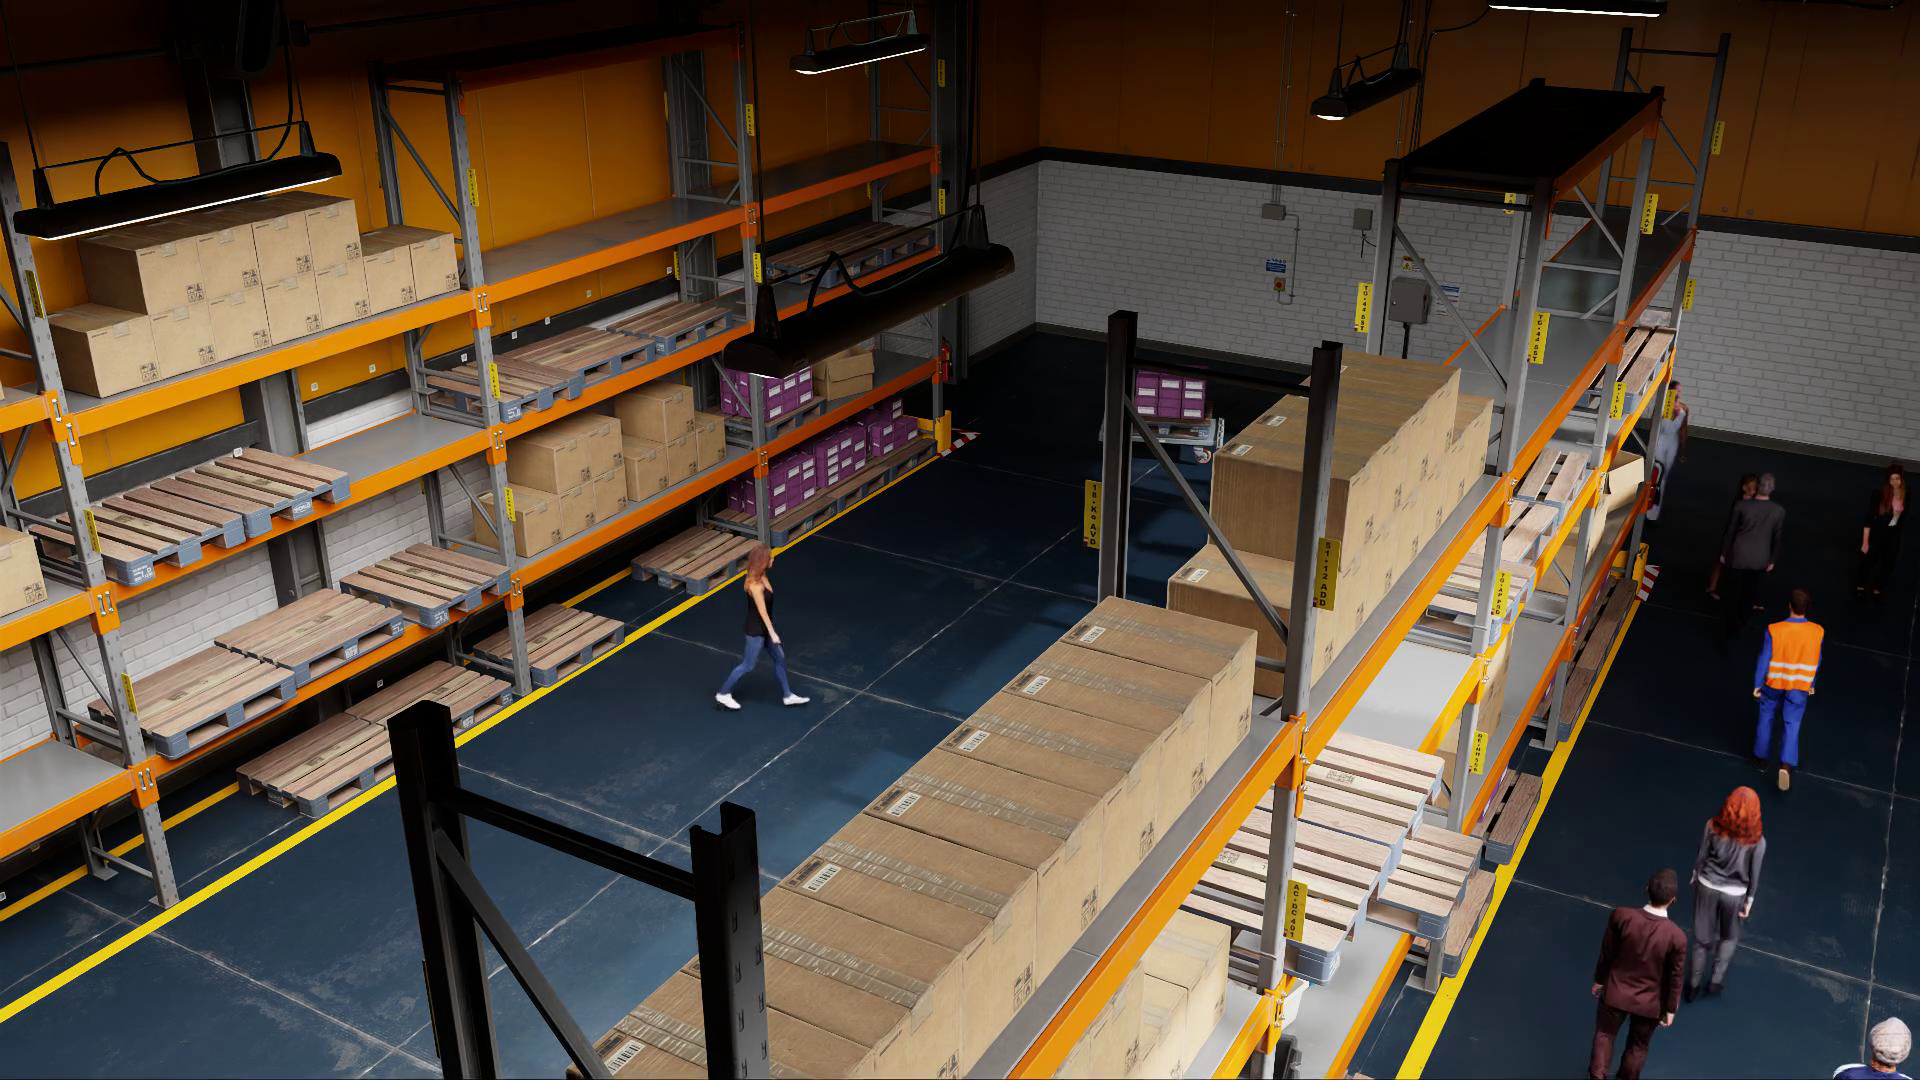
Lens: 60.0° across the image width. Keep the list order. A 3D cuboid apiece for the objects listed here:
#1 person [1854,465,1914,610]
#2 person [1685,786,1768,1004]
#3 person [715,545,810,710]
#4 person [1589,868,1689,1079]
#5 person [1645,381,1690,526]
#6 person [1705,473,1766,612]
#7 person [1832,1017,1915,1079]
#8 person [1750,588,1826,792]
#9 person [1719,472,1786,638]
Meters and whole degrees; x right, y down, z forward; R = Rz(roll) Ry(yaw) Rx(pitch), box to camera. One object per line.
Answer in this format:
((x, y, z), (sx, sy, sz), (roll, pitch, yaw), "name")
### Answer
((9.949, -0.070, 17.966), (0.763, 1.676, 0.829), (-2, 24, -5), "person")
((5.388, 2.568, 11.819), (0.592, 1.766, 0.572), (14, 27, 28), "person")
((-1.993, 0.870, 15.812), (0.946, 1.679, 1.127), (3, 24, 7), "person")
((4.348, 2.977, 10.778), (0.709, 1.849, 0.874), (15, 28, 31), "person")
((8.517, -1.104, 20.216), (0.779, 1.769, 0.853), (-3, 24, -7), "person")
((8.381, -0.019, 18.043), (0.938, 1.521, 1.010), (-6, 24, -14), "person")
((5.127, 3.559, 9.473), (0.659, 1.829, 0.742), (11, 26, 23), "person")
((7.255, 1.324, 14.568), (0.838, 1.843, 1.119), (7, 24, 15), "person")
((8.148, 0.192, 17.183), (0.885, 1.824, 1.016), (6, 24, 13), "person")
